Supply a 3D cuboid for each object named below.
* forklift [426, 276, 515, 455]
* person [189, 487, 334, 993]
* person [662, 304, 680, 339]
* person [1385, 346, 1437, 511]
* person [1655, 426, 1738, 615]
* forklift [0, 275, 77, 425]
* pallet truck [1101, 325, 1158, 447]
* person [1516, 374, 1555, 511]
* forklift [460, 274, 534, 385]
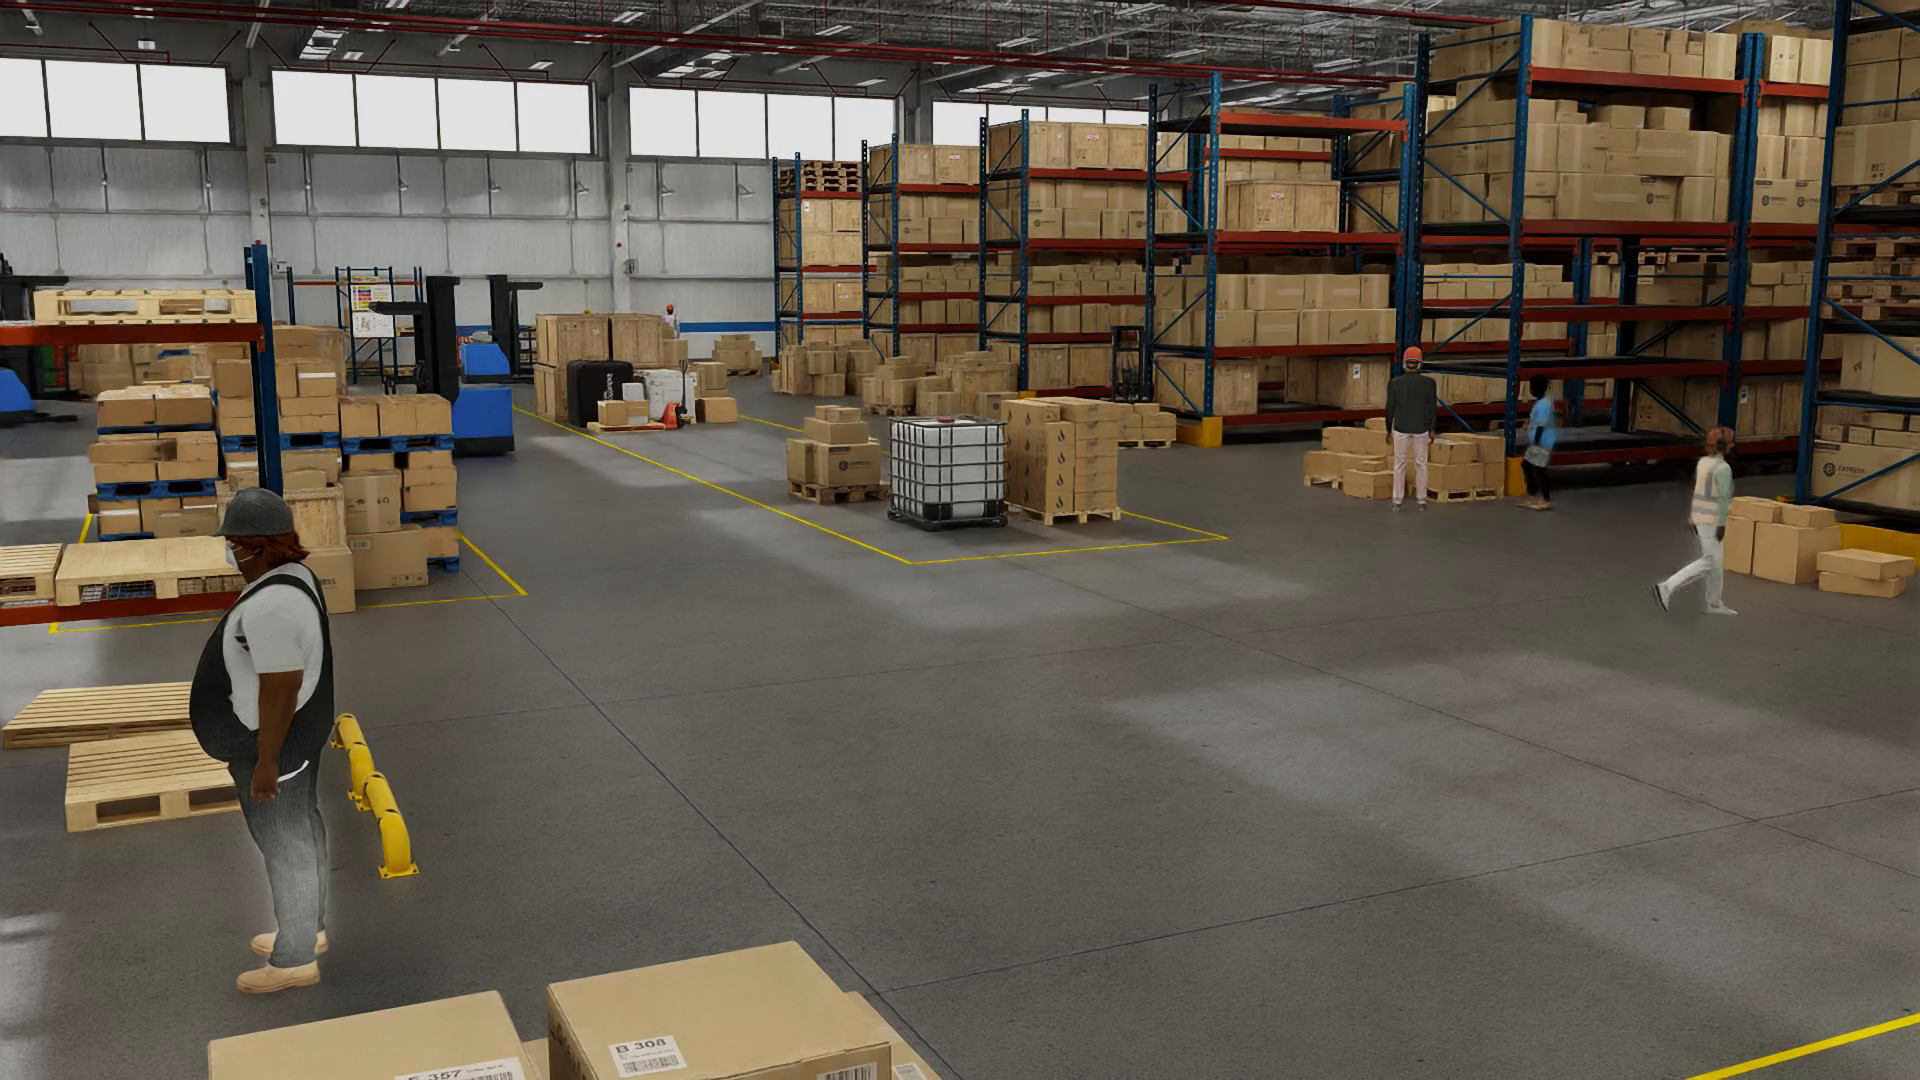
[{"bbox_3d":[-8.069,-2.737,26.069,1.873,2.768,1.129,-4,10,-25],"label":"forklift"},{"bbox_3d":[-2.827,0.794,6.760,0.539,2.000,0.689,-2,9,-13],"label":"person"},{"bbox_3d":[-8.638,-6.074,49.684,0.542,1.939,0.369,-1,9,-5],"label":"person"},{"bbox_3d":[5.449,-1.336,20.113,0.608,1.996,0.379,1,9,8],"label":"person"},{"bbox_3d":[6.217,-0.149,13.933,0.654,1.619,0.521,1,9,5],"label":"person"},{"bbox_3d":[-17.859,-3.549,31.106,1.129,2.768,1.873,6,11,33],"label":"forklift"},{"bbox_3d":[2.881,-2.596,27.923,0.823,1.965,1.885,-1,9,-7],"label":"pallet truck"},{"bbox_3d":[6.936,-1.172,20.090,0.547,1.663,0.586,3,10,17],"label":"person"},{"bbox_3d":[-11.693,-5.343,42.238,1.873,2.768,1.129,-4,10,-25],"label":"forklift"}]
